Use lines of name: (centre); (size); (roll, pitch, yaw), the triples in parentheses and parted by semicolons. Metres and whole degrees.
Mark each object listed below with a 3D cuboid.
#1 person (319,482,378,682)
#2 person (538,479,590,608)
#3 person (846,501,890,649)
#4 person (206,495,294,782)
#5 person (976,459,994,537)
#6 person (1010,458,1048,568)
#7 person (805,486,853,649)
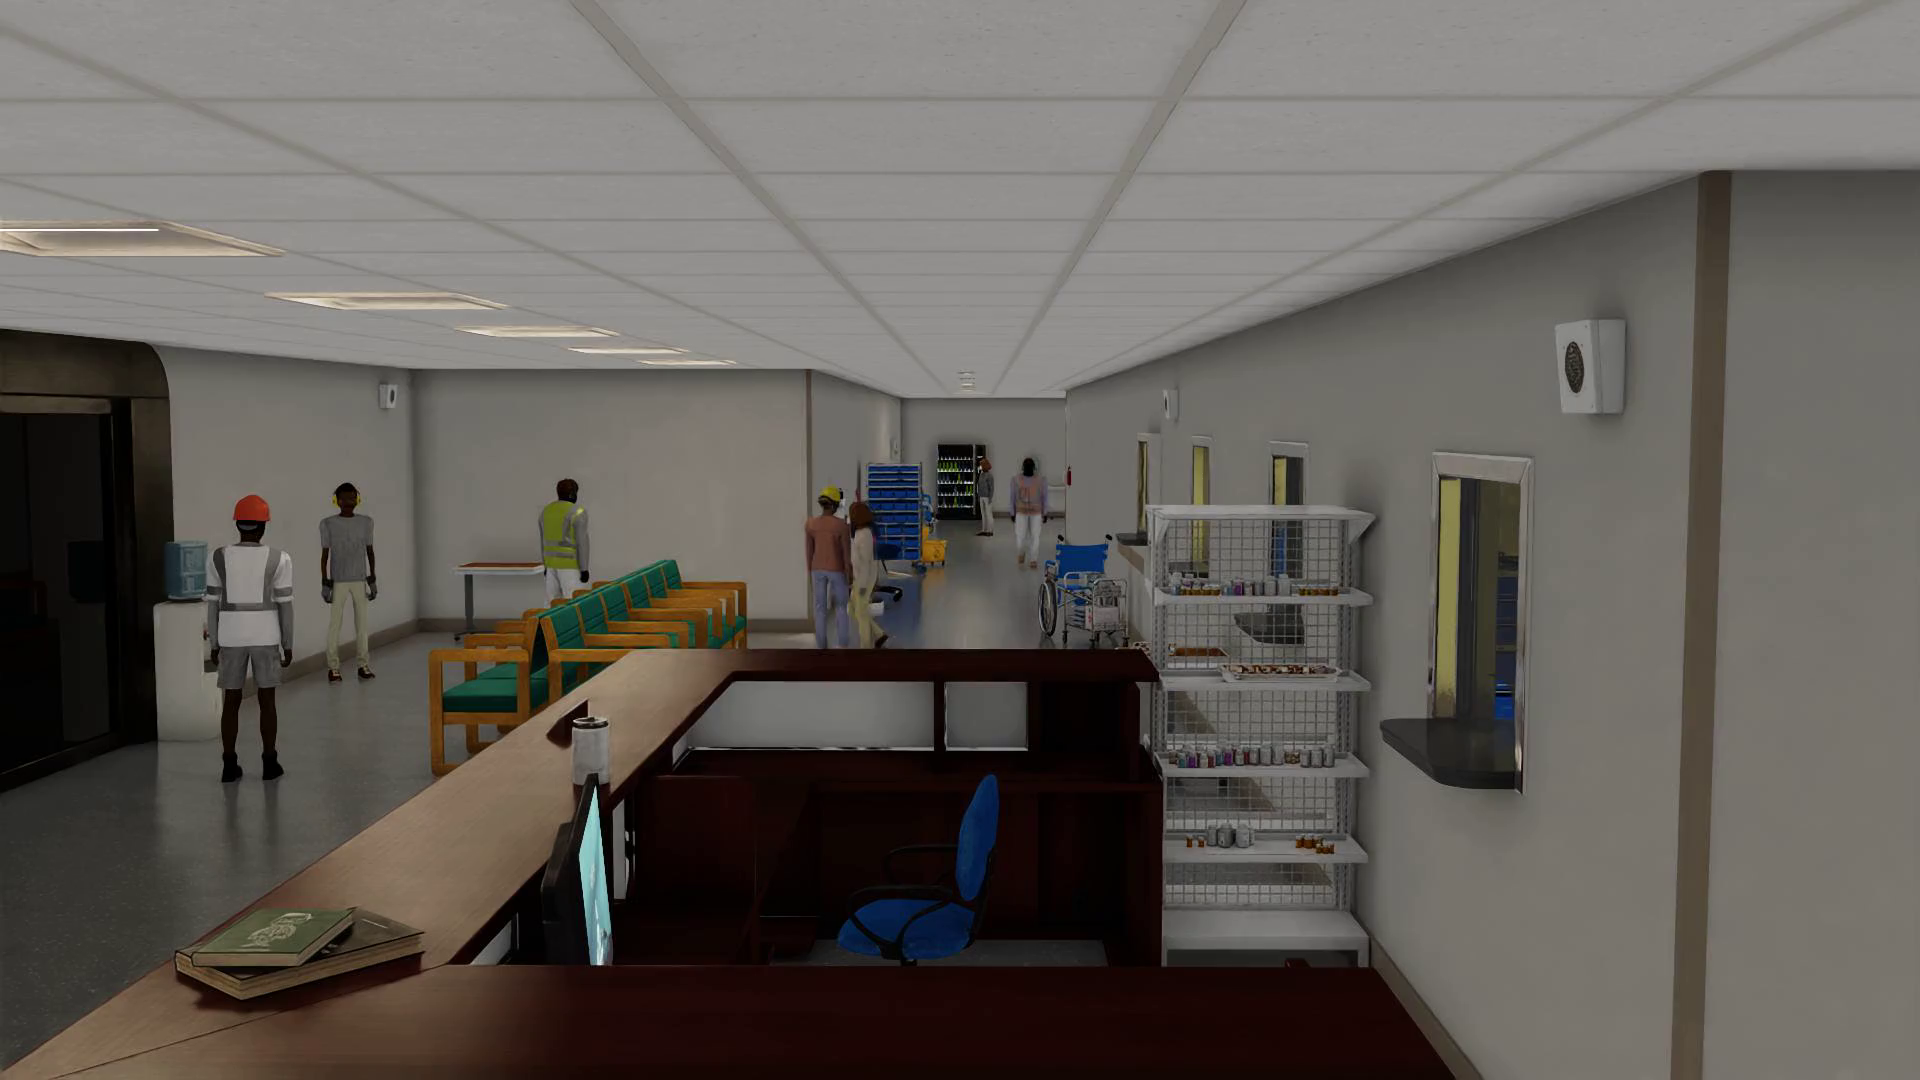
person: (-5.698, 0.392, 15.510); (0.502, 1.857, 0.326); (-3, 5, -34)
person: (-4.109, 0.277, 17.335); (0.639, 1.832, 0.432); (3, 5, 33)
person: (-0.966, 0.419, 16.724); (0.402, 1.618, 0.522); (-1, 4, -8)
person: (-4.768, 0.663, 11.203); (0.544, 1.933, 0.379); (-1, 4, -12)
person: (0.532, -0.881, 34.861); (0.265, 1.632, 0.507); (-2, 5, -29)
person: (1.142, -0.447, 27.477); (0.632, 1.829, 0.433); (0, 4, 1)
person: (-1.342, 0.324, 17.137); (0.541, 1.756, 0.332); (1, 4, 20)
